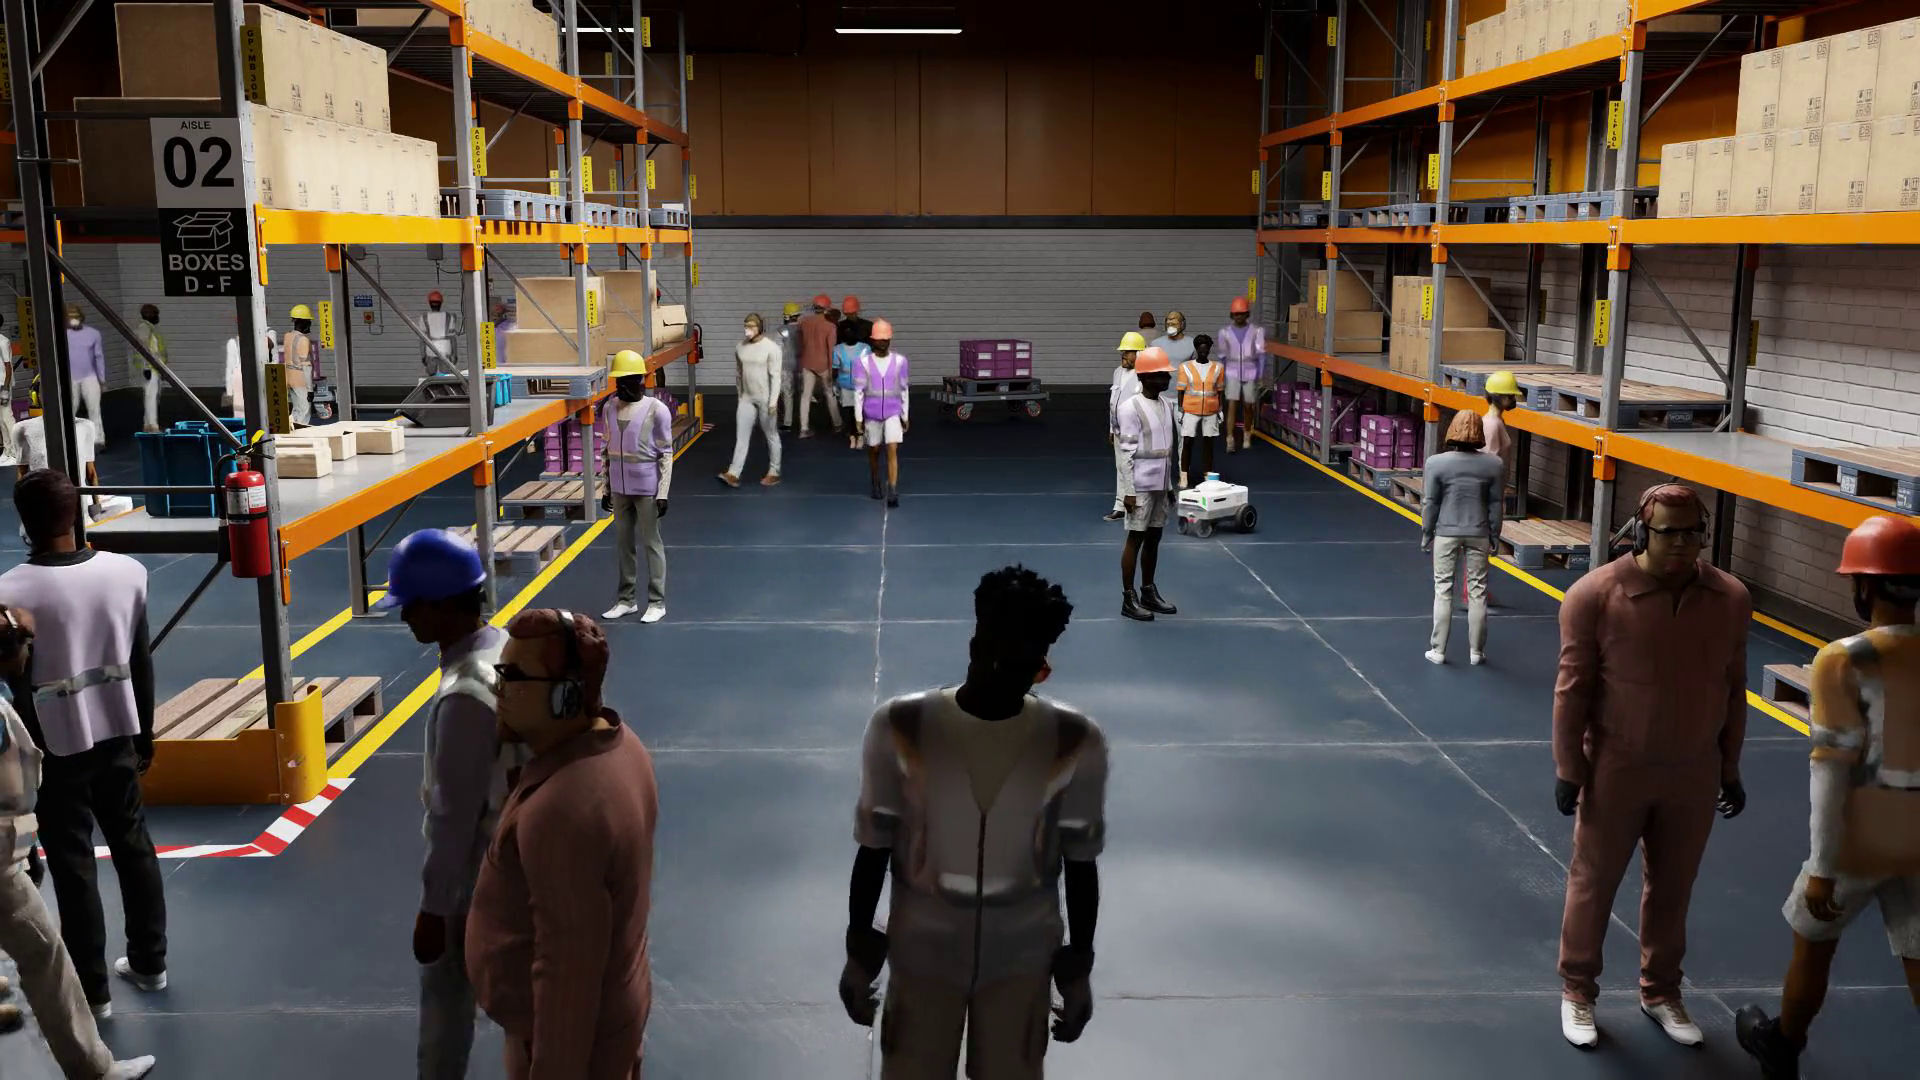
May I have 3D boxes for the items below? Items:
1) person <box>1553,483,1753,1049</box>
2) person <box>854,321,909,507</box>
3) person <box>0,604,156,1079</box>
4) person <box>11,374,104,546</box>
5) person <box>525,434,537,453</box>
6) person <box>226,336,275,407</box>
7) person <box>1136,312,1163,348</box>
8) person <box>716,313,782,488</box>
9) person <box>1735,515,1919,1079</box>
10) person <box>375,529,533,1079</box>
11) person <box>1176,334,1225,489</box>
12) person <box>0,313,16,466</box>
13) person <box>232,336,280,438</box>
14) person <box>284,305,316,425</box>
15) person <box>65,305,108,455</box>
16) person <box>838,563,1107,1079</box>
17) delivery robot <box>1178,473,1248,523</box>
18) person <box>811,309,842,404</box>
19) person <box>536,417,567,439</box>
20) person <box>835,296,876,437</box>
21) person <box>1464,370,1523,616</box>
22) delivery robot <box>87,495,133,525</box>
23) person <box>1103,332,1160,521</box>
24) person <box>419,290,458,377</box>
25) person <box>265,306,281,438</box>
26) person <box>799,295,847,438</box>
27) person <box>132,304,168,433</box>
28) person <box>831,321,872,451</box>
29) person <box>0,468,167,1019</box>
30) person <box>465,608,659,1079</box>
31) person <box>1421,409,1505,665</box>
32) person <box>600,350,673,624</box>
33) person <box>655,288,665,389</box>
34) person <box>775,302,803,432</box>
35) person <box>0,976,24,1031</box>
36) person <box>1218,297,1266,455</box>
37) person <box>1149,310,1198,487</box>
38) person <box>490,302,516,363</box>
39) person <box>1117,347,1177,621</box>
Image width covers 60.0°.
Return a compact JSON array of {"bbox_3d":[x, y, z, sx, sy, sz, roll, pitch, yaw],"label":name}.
[{"bbox_3d":[2.299,0.755,5.518,0.652,1.906,0.402,0,10,-2],"label":"person"},{"bbox_3d":[-0.801,-1.301,17.043,0.567,1.882,1.014,-1,10,-5],"label":"person"},{"bbox_3d":[-2.871,0.993,5.044,0.743,1.588,0.574,-8,13,-38],"label":"person"},{"bbox_3d":[-5.785,-0.160,10.716,0.508,1.872,0.329,-10,14,-43],"label":"person"},{"bbox_3d":[-5.367,-2.027,21.223,0.621,1.837,0.429,-7,12,-32],"label":"person"},{"bbox_3d":[-8.360,-1.746,19.561,0.522,1.865,0.617,9,13,41],"label":"person"},{"bbox_3d":[2.821,-2.618,25.068,0.498,1.633,0.279,-4,11,-20],"label":"person"},{"bbox_3d":[-2.268,-1.493,18.052,0.656,1.896,0.957,6,12,29],"label":"person"},{"bbox_3d":[2.699,0.876,4.917,0.583,1.875,1.010,-1,10,-6],"label":"person"},{"bbox_3d":[-1.429,0.910,4.644,0.861,1.904,0.622,-2,10,-9],"label":"person"},{"bbox_3d":[2.606,-1.384,18.024,0.539,1.692,0.319,0,10,-1],"label":"person"},{"bbox_3d":[-11.534,-1.821,19.967,0.508,1.872,0.328,10,14,44],"label":"person"},{"bbox_3d":[-6.469,-0.982,15.399,0.430,1.836,0.623,-9,14,-41],"label":"person"},{"bbox_3d":[-8.052,-1.917,20.386,0.393,1.919,0.581,-9,14,-42],"label":"person"},{"bbox_3d":[-11.099,-2.007,20.965,0.668,1.880,1.021,-8,13,-38],"label":"person"},{"bbox_3d":[0.029,0.995,4.083,0.644,1.936,0.581,0,10,-2],"label":"person"},{"bbox_3d":[2.326,-0.370,15.286,0.707,0.478,0.477,-10,14,-44],"label":"delivery robot"},{"bbox_3d":[-2.199,-3.049,27.580,0.855,1.589,0.530,2,10,13],"label":"person"},{"bbox_3d":[-5.613,-2.309,22.431,0.646,1.962,0.794,4,11,22],"label":"person"},{"bbox_3d":[-1.425,-2.435,23.198,0.659,1.946,0.945,1,10,7],"label":"person"},{"bbox_3d":[3.859,-0.343,12.029,0.325,1.767,0.533,4,11,19],"label":"person"},{"bbox_3d":[-7.574,-0.233,14.514,0.477,0.478,0.707,2,11,11],"label":"delivery robot"},{"bbox_3d":[1.625,-1.059,15.825,0.404,1.833,0.590,-8,13,-38],"label":"person"},{"bbox_3d":[-8.198,-2.959,26.170,0.562,1.924,0.402,-3,11,-16],"label":"person"},{"bbox_3d":[-9.007,-2.103,21.505,0.574,1.883,0.355,8,13,37],"label":"person"},{"bbox_3d":[-1.938,-2.415,23.078,0.622,1.935,1.037,4,11,21],"label":"person"},{"bbox_3d":[-11.269,-2.363,23.186,0.431,1.810,0.697,-3,11,-16],"label":"person"},{"bbox_3d":[-1.398,-1.960,21.289,0.545,1.663,0.753,1,10,8],"label":"person"},{"bbox_3d":[-3.043,0.706,5.759,0.383,1.916,0.591,5,11,26],"label":"person"},{"bbox_3d":[-0.872,1.083,3.674,0.409,1.911,0.651,0,10,-2],"label":"person"},{"bbox_3d":[3.182,-0.014,10.559,0.502,1.633,0.280,1,10,7],"label":"person"},{"bbox_3d":[-2.301,-0.375,11.754,0.588,1.927,0.370,5,11,25],"label":"person"},{"bbox_3d":[-5.113,-3.269,27.846,0.356,1.937,0.552,0,10,1],"label":"person"},{"bbox_3d":[-2.370,-2.442,23.526,0.600,1.832,0.404,-7,13,-36],"label":"person"},{"bbox_3d":[-3.475,0.765,5.632,0.345,1.846,0.508,-7,12,-34],"label":"person"},{"bbox_3d":[3.594,-2.103,21.251,0.610,1.992,1.080,2,10,11],"label":"person"},{"bbox_3d":[2.353,-1.550,18.266,0.635,1.936,0.354,4,11,21],"label":"person"},{"bbox_3d":[-6.240,-2.340,22.886,0.734,1.872,0.680,-10,14,-43],"label":"person"},{"bbox_3d":[1.355,-0.404,11.870,0.342,1.942,0.552,9,14,41],"label":"person"}]
